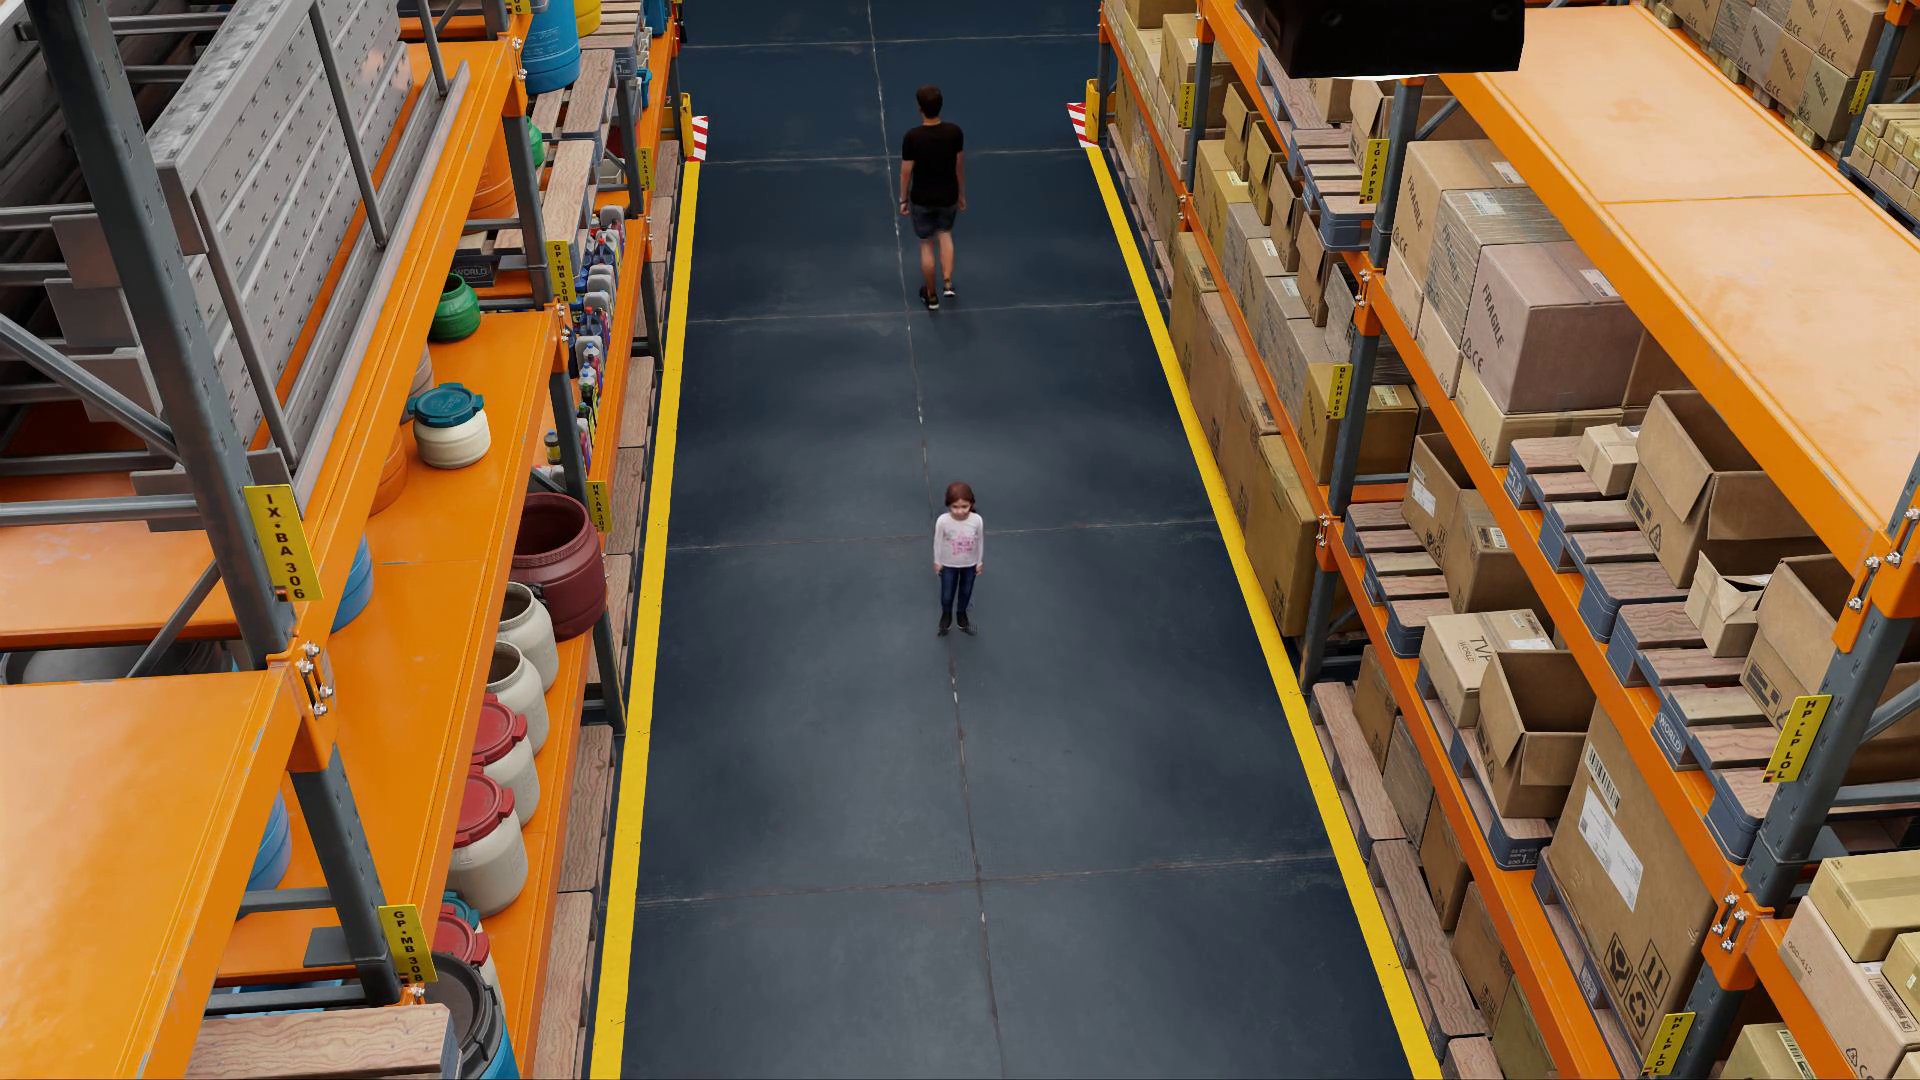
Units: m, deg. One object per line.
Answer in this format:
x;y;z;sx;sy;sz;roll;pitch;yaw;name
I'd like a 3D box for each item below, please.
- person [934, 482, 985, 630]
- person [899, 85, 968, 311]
-0.005;0.092;9.988;0.445;1.097;0.477;-3;37;-4;person
-0.174;-2.614;12.938;0.750;1.835;0.762;-11;38;-14;person
